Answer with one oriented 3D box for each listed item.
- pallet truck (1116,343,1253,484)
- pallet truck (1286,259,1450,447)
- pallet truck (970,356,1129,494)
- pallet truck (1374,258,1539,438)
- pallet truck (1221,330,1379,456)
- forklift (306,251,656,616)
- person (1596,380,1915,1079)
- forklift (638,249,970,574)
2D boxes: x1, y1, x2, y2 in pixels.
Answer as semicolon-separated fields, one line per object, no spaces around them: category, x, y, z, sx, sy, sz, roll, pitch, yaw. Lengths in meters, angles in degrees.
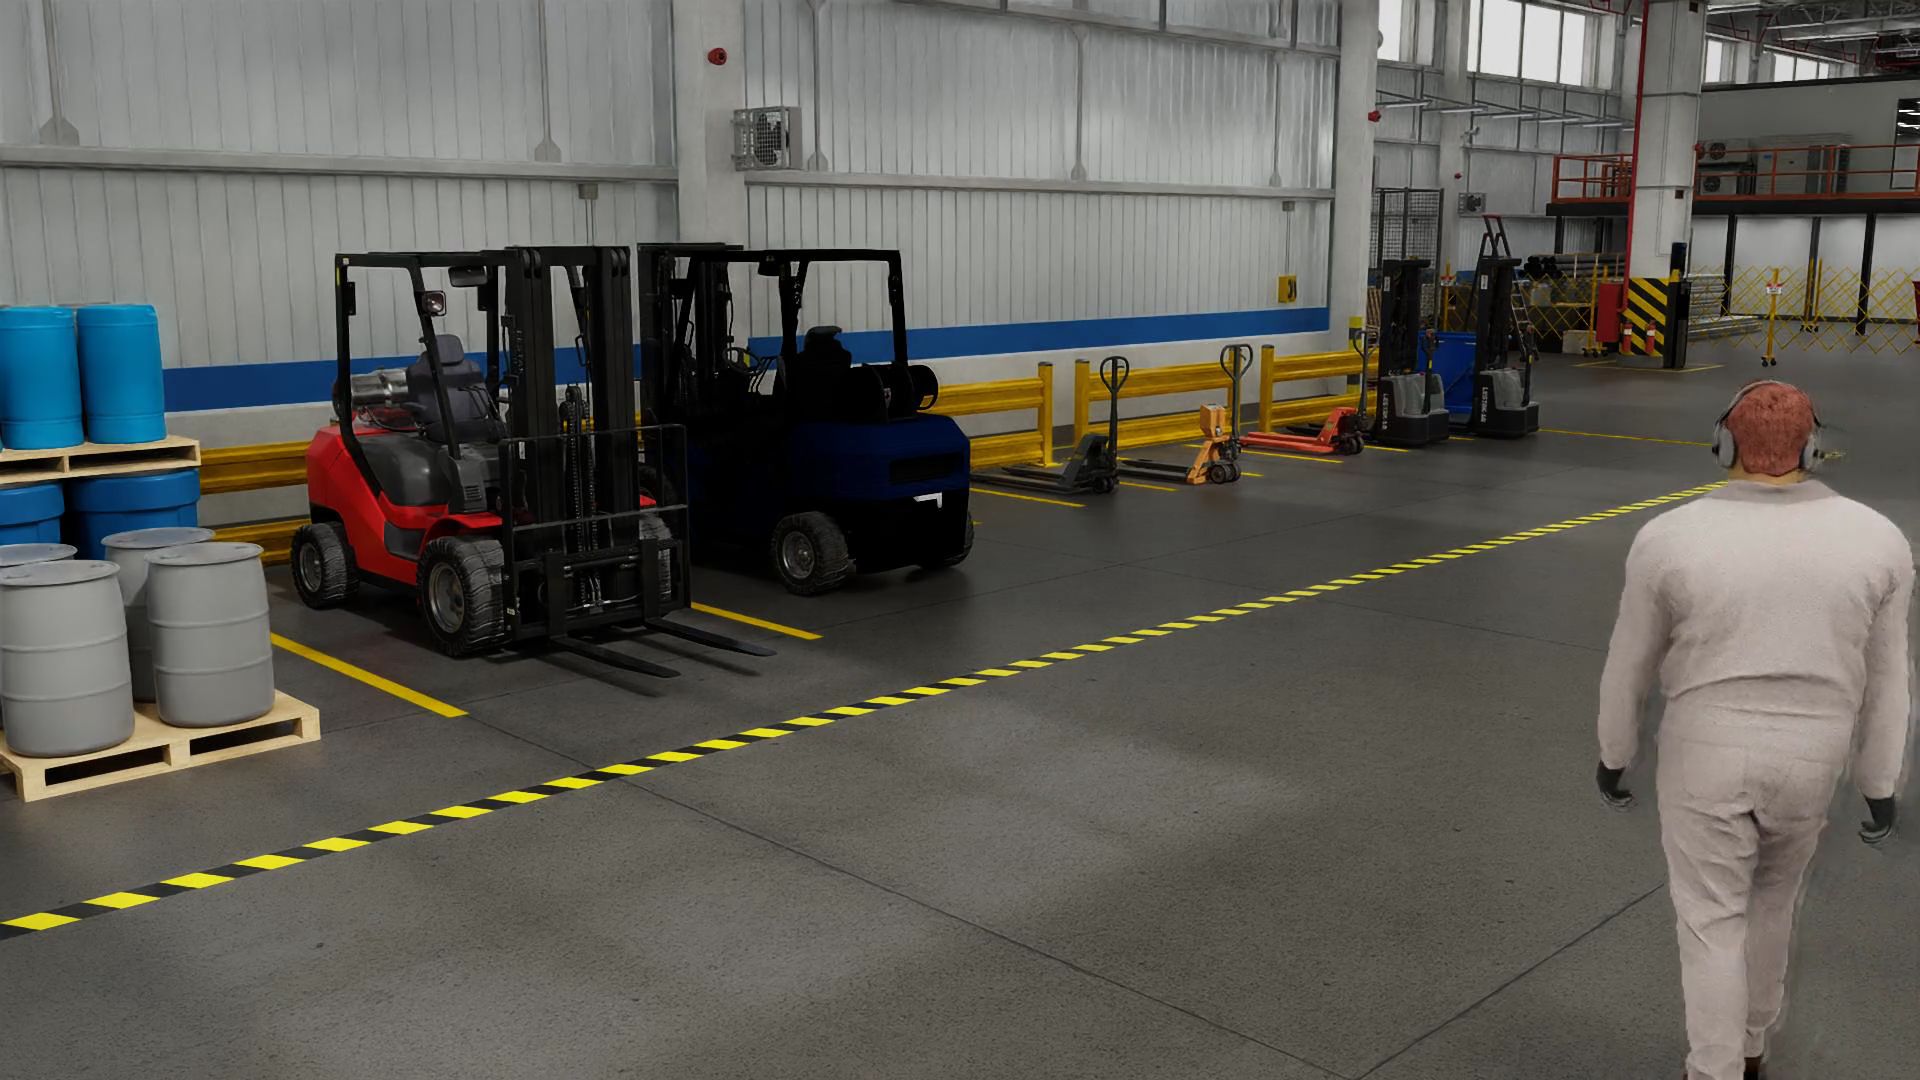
pallet truck;1.962;-1.215;15.415;1.522;1.261;0.704;10;14;43
pallet truck;4.493;-2.078;18.196;0.823;1.965;1.885;-9;14;-40
pallet truck;0.784;-1.085;14.876;0.680;1.201;1.601;-10;14;-44
pallet truck;5.704;-2.208;18.901;1.885;1.965;0.823;10;14;43
pallet truck;3.563;-1.581;17.381;0.653;1.274;1.630;-10;14;-44
forklift;-2.833;-0.669;9.694;1.157;1.987;2.680;-10;14;-44
person;1.976;0.530;4.268;0.680;1.880;0.756;1;10;8
forklift;-1.173;-0.958;11.239;2.680;1.987;1.157;10;14;43
